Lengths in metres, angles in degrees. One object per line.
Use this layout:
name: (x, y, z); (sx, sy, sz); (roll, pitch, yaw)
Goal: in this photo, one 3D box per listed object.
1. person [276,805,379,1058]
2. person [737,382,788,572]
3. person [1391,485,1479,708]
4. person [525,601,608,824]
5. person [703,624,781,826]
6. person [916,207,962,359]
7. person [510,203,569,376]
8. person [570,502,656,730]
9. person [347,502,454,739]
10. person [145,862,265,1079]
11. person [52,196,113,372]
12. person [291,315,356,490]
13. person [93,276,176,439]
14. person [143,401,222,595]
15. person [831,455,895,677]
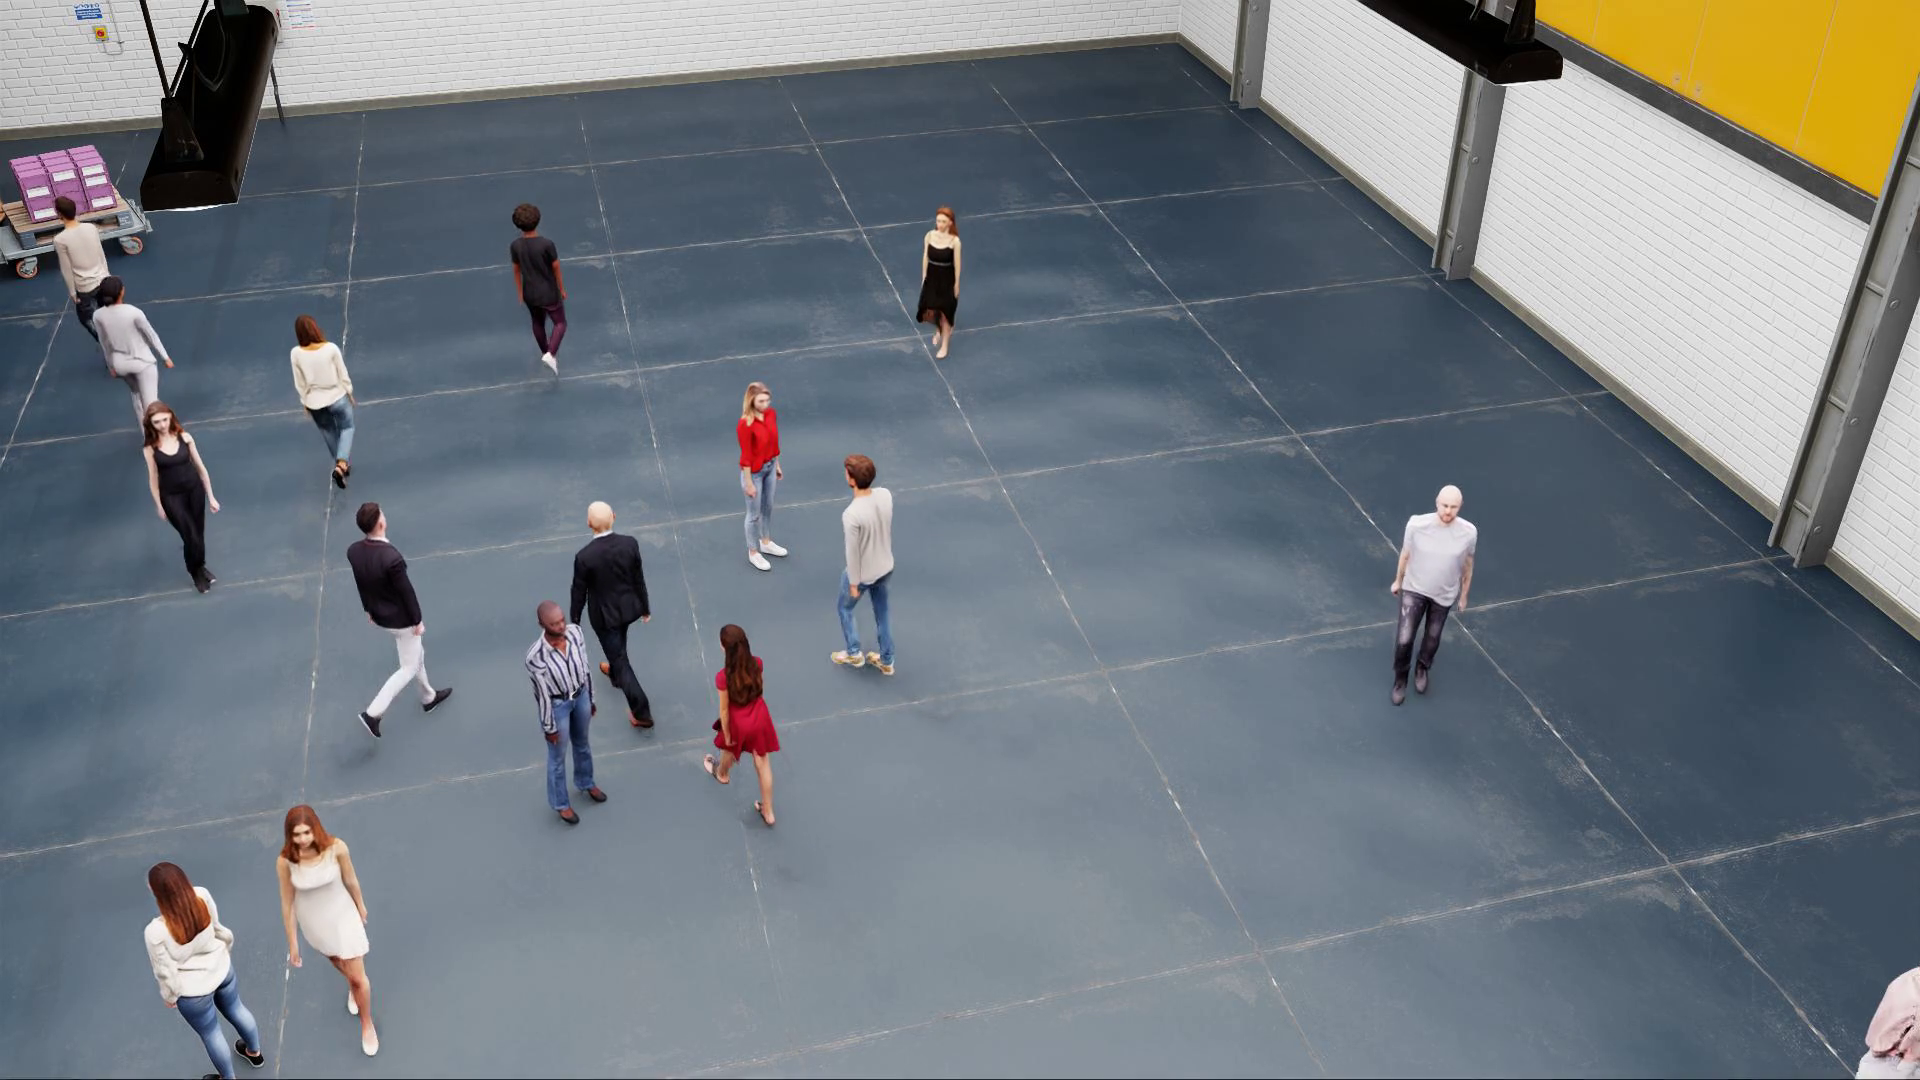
person: (-3.706, 2.145, 9.757); (0.582, 1.688, 0.861); (-7, 34, -10)
person: (-1.666, -0.563, 13.815); (0.728, 1.707, 0.680); (20, 38, 27)
person: (3.501, 0.334, 12.368); (0.865, 1.814, 0.918); (7, 34, 10)
person: (-2.667, 1.133, 11.187); (0.758, 1.791, 0.715); (21, 39, 28)
person: (-1.407, 1.268, 11.232); (0.779, 1.516, 1.073); (-20, 39, -28)
person: (-0.158, -2.679, 17.079); (0.746, 1.616, 0.816); (12, 35, 17)
person: (-4.205, -2.485, 16.653); (0.795, 1.766, 1.006); (1, 34, 2)
person: (-2.471, 0.574, 12.046); (1.023, 1.770, 1.279); (-26, 41, -33)
person: (-4.125, 0.611, 11.951); (1.101, 1.815, 1.138); (21, 39, 28)
person: (-4.243, 2.440, 9.310); (0.761, 1.692, 0.685); (15, 36, 21)
person: (-8.627, -2.525, 16.633); (0.927, 1.854, 0.863); (20, 39, 28)
person: (-5.642, -1.205, 14.818); (0.701, 1.666, 0.946); (-4, 34, -6)
person: (-7.638, -1.575, 15.325); (0.762, 1.721, 0.814); (2, 34, 3)
person: (-6.372, -0.401, 13.552); (0.796, 1.728, 0.729); (27, 42, 34)
person: (-0.611, 0.245, 12.440); (0.884, 1.882, 0.828); (28, 43, 35)
